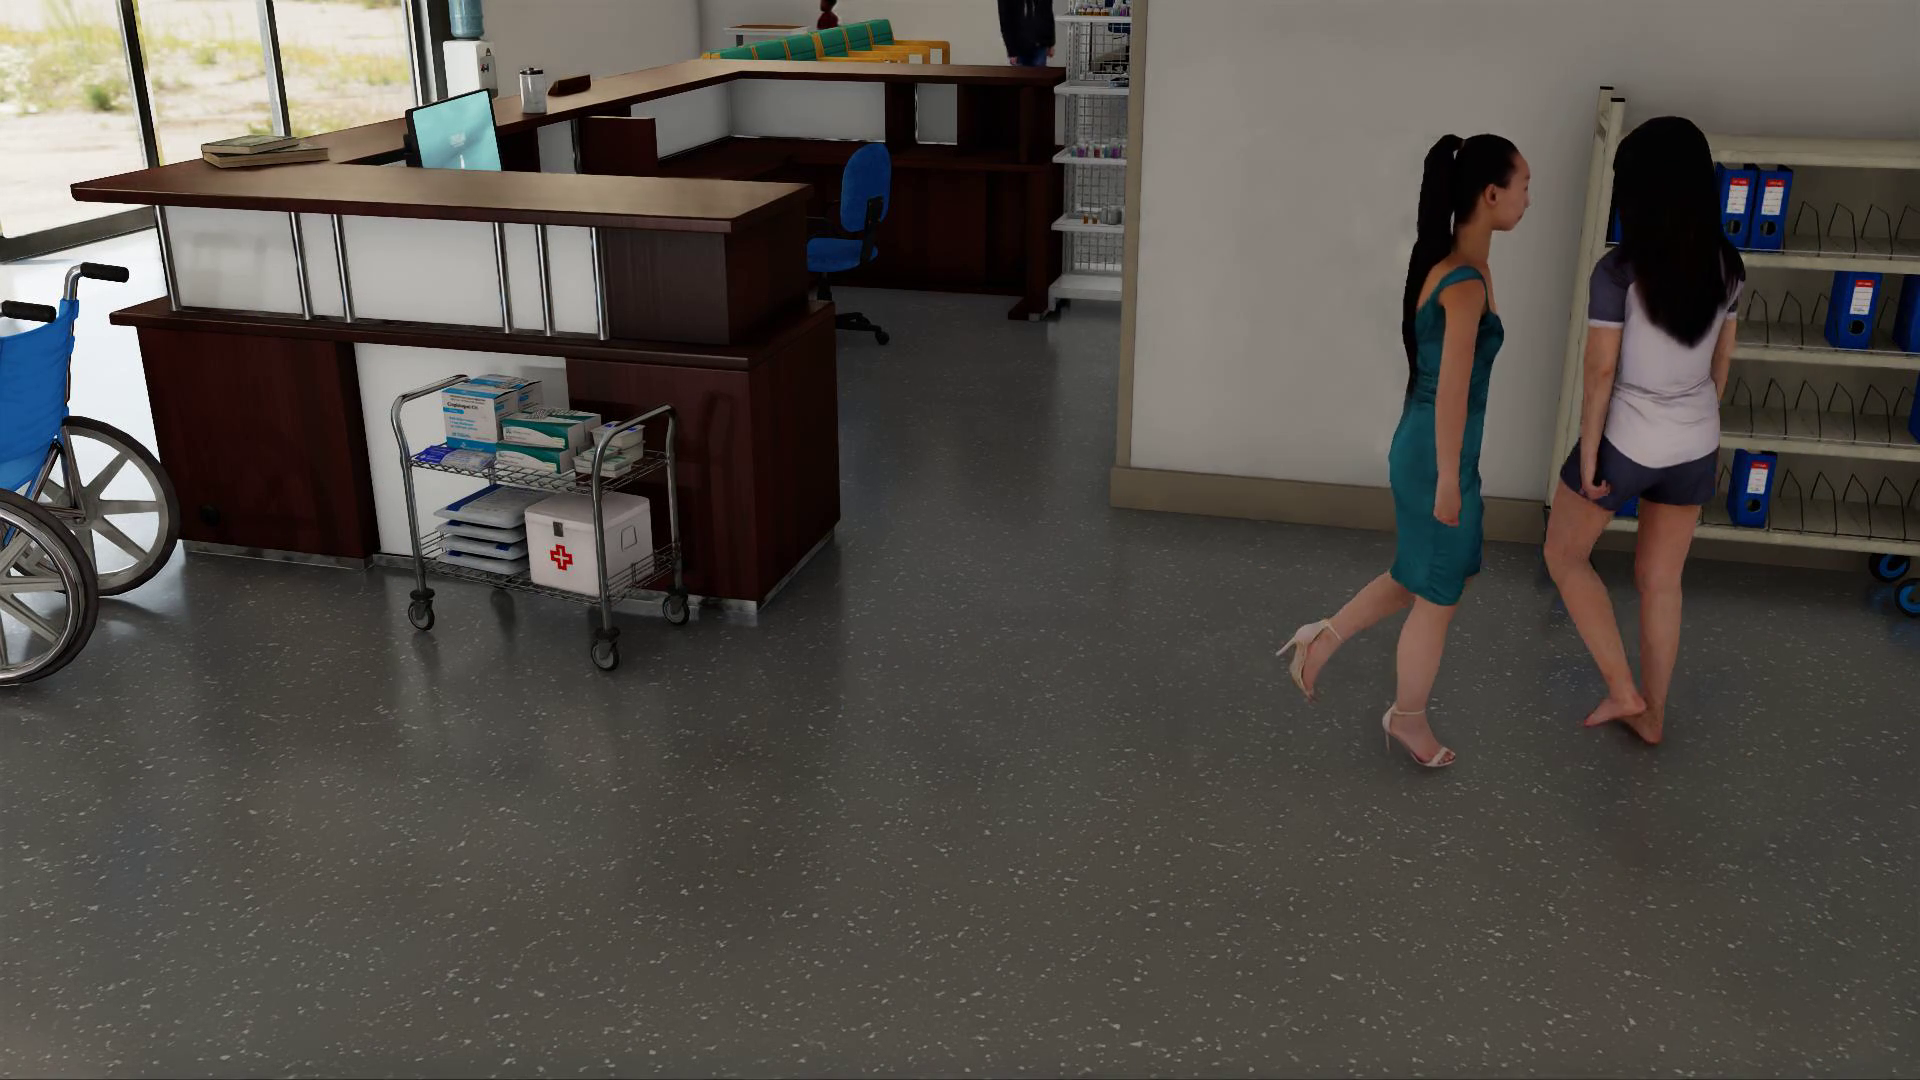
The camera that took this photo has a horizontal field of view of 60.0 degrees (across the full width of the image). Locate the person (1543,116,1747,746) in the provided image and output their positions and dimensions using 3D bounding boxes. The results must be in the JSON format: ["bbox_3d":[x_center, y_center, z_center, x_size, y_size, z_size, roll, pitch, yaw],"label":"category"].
[{"bbox_3d":[1.820,-0.217,4.341,0.723,1.691,0.812,-3,21,-7],"label":"person"}]

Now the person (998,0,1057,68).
[{"bbox_3d":[0.647,-4.594,15.724,1.124,1.814,1.017,-5,21,-12],"label":"person"}]

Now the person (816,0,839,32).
[{"bbox_3d":[-1.586,-6.026,20.297,0.526,1.254,0.533,10,23,24],"label":"person"}]

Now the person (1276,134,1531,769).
[{"bbox_3d":[1.143,-0.177,4.260,0.741,1.674,0.598,4,21,11],"label":"person"}]
